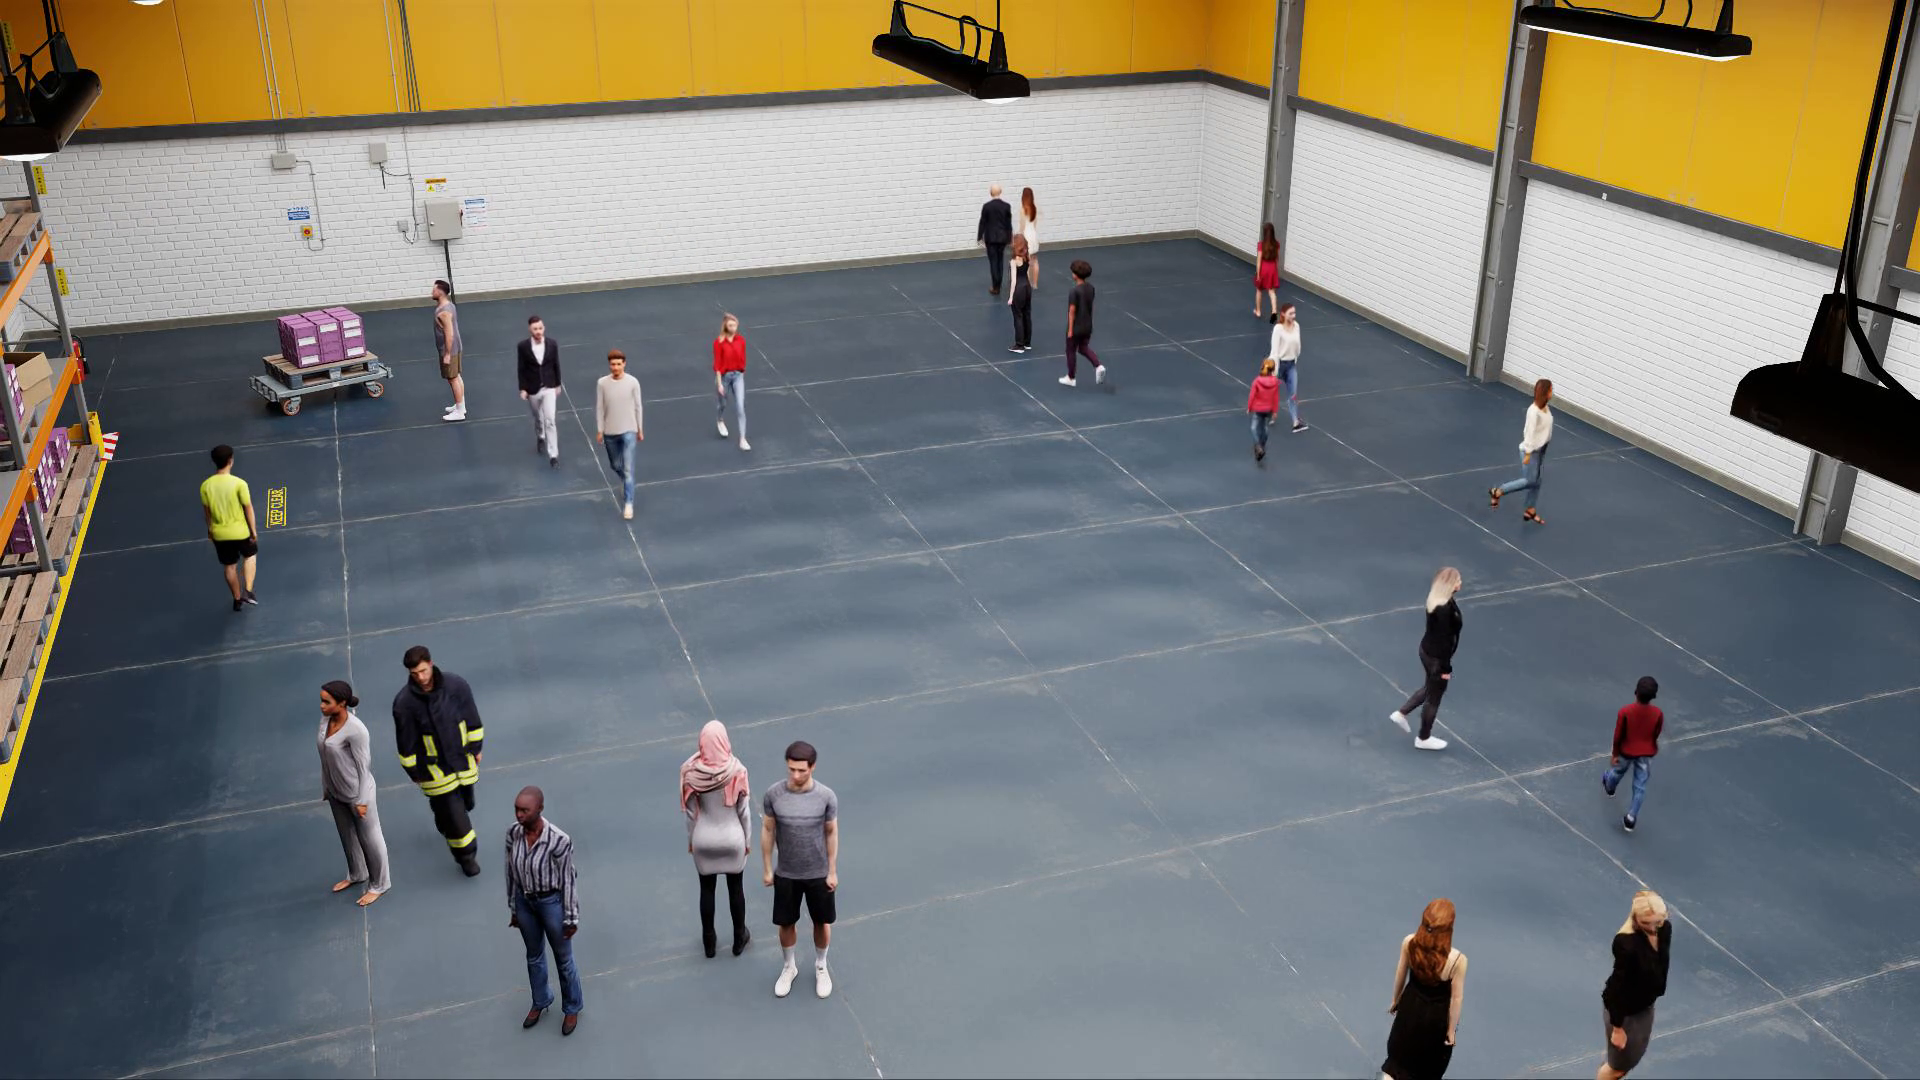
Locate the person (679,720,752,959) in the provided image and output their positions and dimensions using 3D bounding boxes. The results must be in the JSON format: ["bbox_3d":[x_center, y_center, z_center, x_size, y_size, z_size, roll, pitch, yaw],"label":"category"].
[{"bbox_3d":[-1.641,2.038,11.319,0.679,1.804,0.673,-2,24,-4],"label":"person"}]

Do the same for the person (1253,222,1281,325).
[{"bbox_3d":[4.791,-4.122,25.756,0.686,1.526,1.064,-3,24,-6],"label":"person"}]

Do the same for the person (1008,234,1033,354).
[{"bbox_3d":[0.902,-3.617,24.333,0.671,1.743,0.664,19,30,37],"label":"person"}]

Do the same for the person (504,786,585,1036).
[{"bbox_3d":[-2.658,2.350,10.616,0.711,1.795,0.734,7,24,15],"label":"person"}]

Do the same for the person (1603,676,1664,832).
[{"bbox_3d":[5.243,1.673,12.870,0.793,1.230,0.944,4,24,10],"label":"person"}]

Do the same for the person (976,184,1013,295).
[{"bbox_3d":[0.603,-4.914,27.249,0.732,1.782,0.888,-7,24,-15],"label":"person"}]

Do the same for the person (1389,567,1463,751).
[{"bbox_3d":[3.874,0.996,13.863,0.824,1.674,0.781,2,24,4],"label":"person"}]

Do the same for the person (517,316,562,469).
[{"bbox_3d":[-5.106,-1.846,20.205,0.718,1.804,1.210,-7,24,-15],"label":"person"}]

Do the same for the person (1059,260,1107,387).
[{"bbox_3d":[1.692,-2.933,22.736,1.020,1.766,0.869,19,30,37],"label":"person"}]

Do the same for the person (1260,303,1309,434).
[{"bbox_3d":[4.056,-2.203,21.223,0.758,1.641,1.141,-12,26,-25],"label":"person"}]

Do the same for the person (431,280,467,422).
[{"bbox_3d":[-6.615,-2.480,21.550,0.747,1.847,0.570,-3,24,-8],"label":"person"}]

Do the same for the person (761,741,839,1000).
[{"bbox_3d":[-1.034,2.148,10.982,0.731,1.873,0.698,1,24,2],"label":"person"}]

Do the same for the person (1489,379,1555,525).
[{"bbox_3d":[6.273,-0.994,18.427,0.990,1.666,0.893,15,28,30],"label":"person"}]

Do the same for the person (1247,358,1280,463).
[{"bbox_3d":[3.678,-1.557,20.166,0.625,1.305,0.796,-4,24,-9],"label":"person"}]

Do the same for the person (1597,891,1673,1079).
[{"bbox_3d":[3.888,2.748,9.693,0.741,1.804,0.864,17,29,33],"label":"person"}]

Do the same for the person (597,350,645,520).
[{"bbox_3d":[-3.825,-1.243,18.732,0.900,1.877,1.247,-2,24,-4],"label":"person"}]

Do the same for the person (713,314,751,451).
[{"bbox_3d":[-2.902,-1.992,20.711,0.721,1.665,1.172,-12,26,-26],"label":"person"}]

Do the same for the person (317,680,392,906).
[{"bbox_3d":[-4.390,1.782,11.987,0.684,1.737,0.772,15,27,30],"label":"person"}]

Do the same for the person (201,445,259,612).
[{"bbox_3d":[-7.146,-0.071,16.279,0.700,1.695,0.751,-5,24,-11],"label":"person"}]

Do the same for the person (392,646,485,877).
[{"bbox_3d":[-3.843,1.559,12.298,0.969,1.896,1.154,-18,29,-35],"label":"person"}]

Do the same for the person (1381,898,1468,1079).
[{"bbox_3d":[2.687,2.847,9.722,0.941,1.600,0.932,16,28,32],"label":"person"}]

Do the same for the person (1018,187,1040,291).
[{"bbox_3d":[1.133,-4.967,27.459,0.636,1.711,0.651,-21,31,-39],"label":"person"}]
